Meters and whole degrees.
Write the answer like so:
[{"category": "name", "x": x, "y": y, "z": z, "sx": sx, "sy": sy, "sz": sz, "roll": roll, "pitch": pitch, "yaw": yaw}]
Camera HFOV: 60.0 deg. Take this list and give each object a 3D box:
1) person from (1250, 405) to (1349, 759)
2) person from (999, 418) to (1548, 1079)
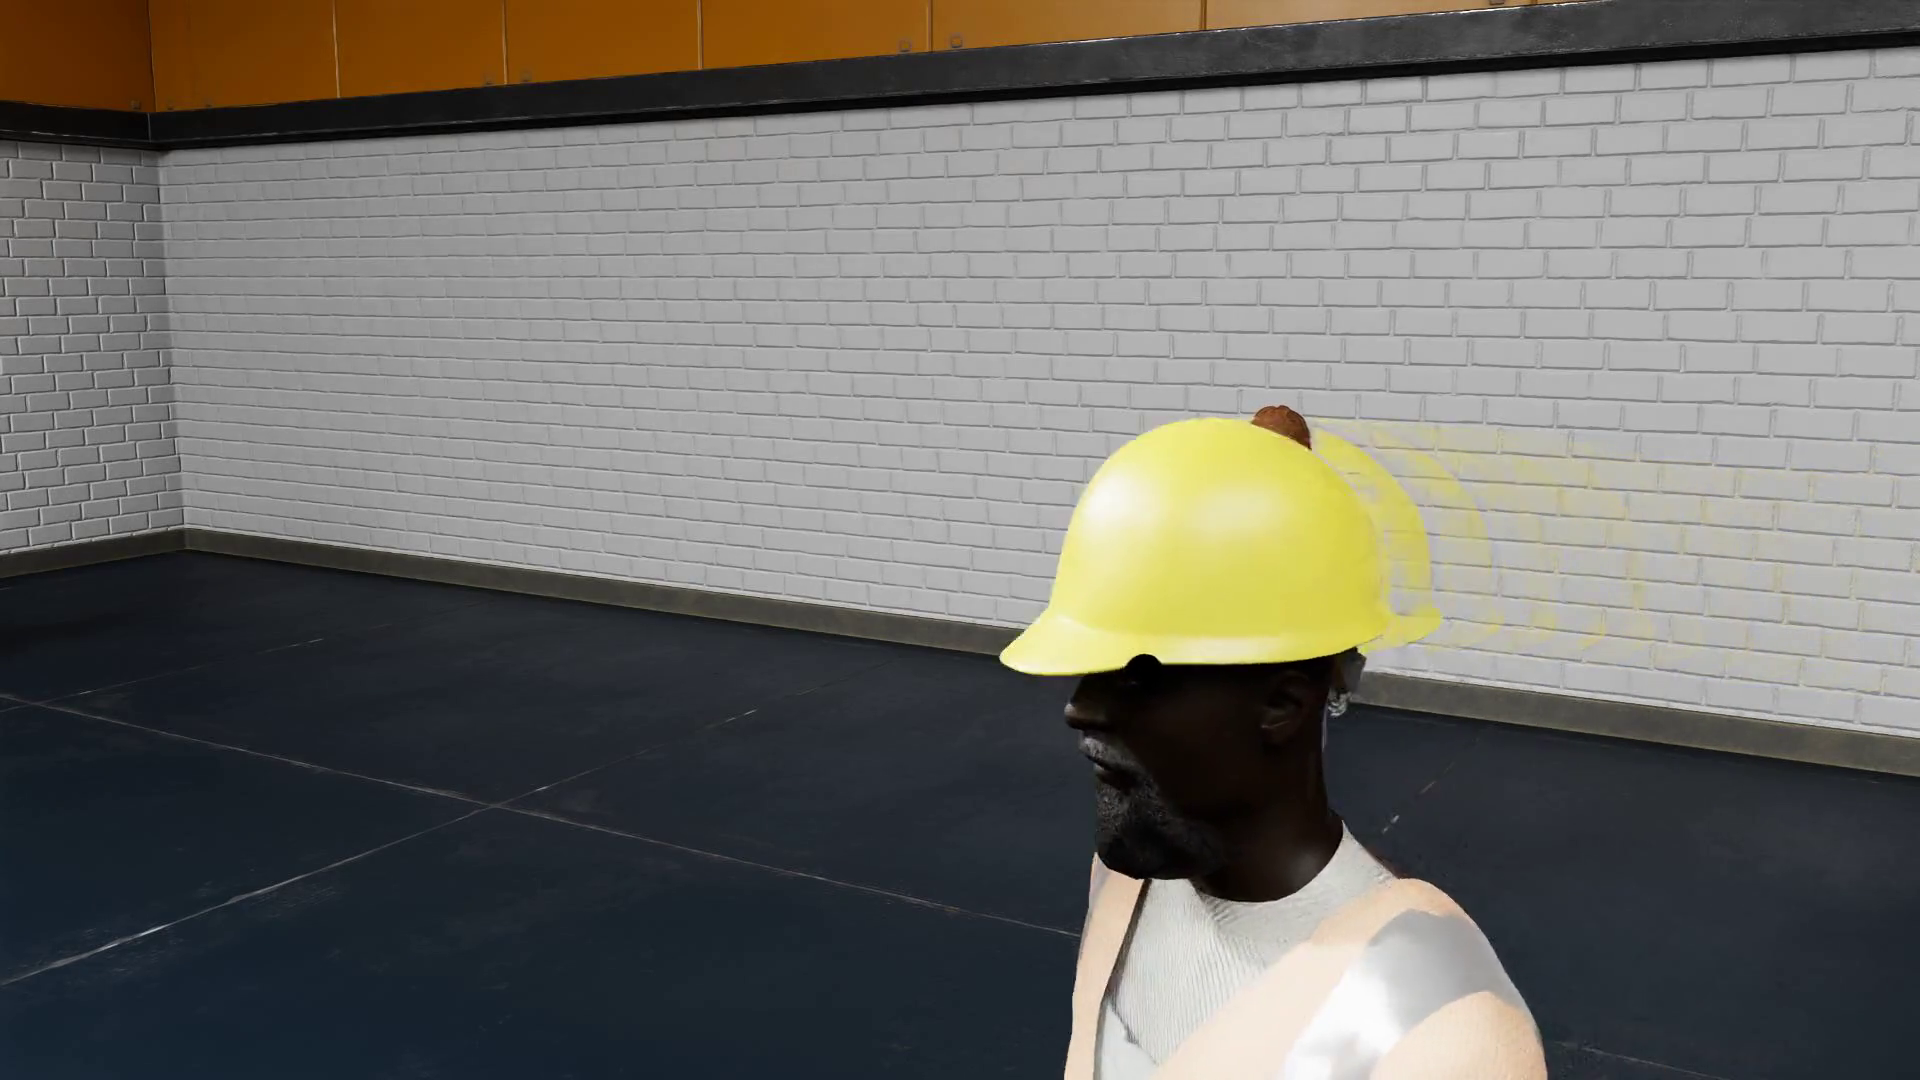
[{"category": "person", "x": 0.934, "y": 0.411, "z": 5.021, "sx": 0.500, "sy": 1.633, "sz": 0.280, "roll": 1, "pitch": 9, "yaw": 7}, {"category": "person", "x": 0.197, "y": 0.852, "z": 1.395, "sx": 0.421, "sy": 1.908, "sz": 0.598, "roll": -2, "pitch": 9, "yaw": -11}]
